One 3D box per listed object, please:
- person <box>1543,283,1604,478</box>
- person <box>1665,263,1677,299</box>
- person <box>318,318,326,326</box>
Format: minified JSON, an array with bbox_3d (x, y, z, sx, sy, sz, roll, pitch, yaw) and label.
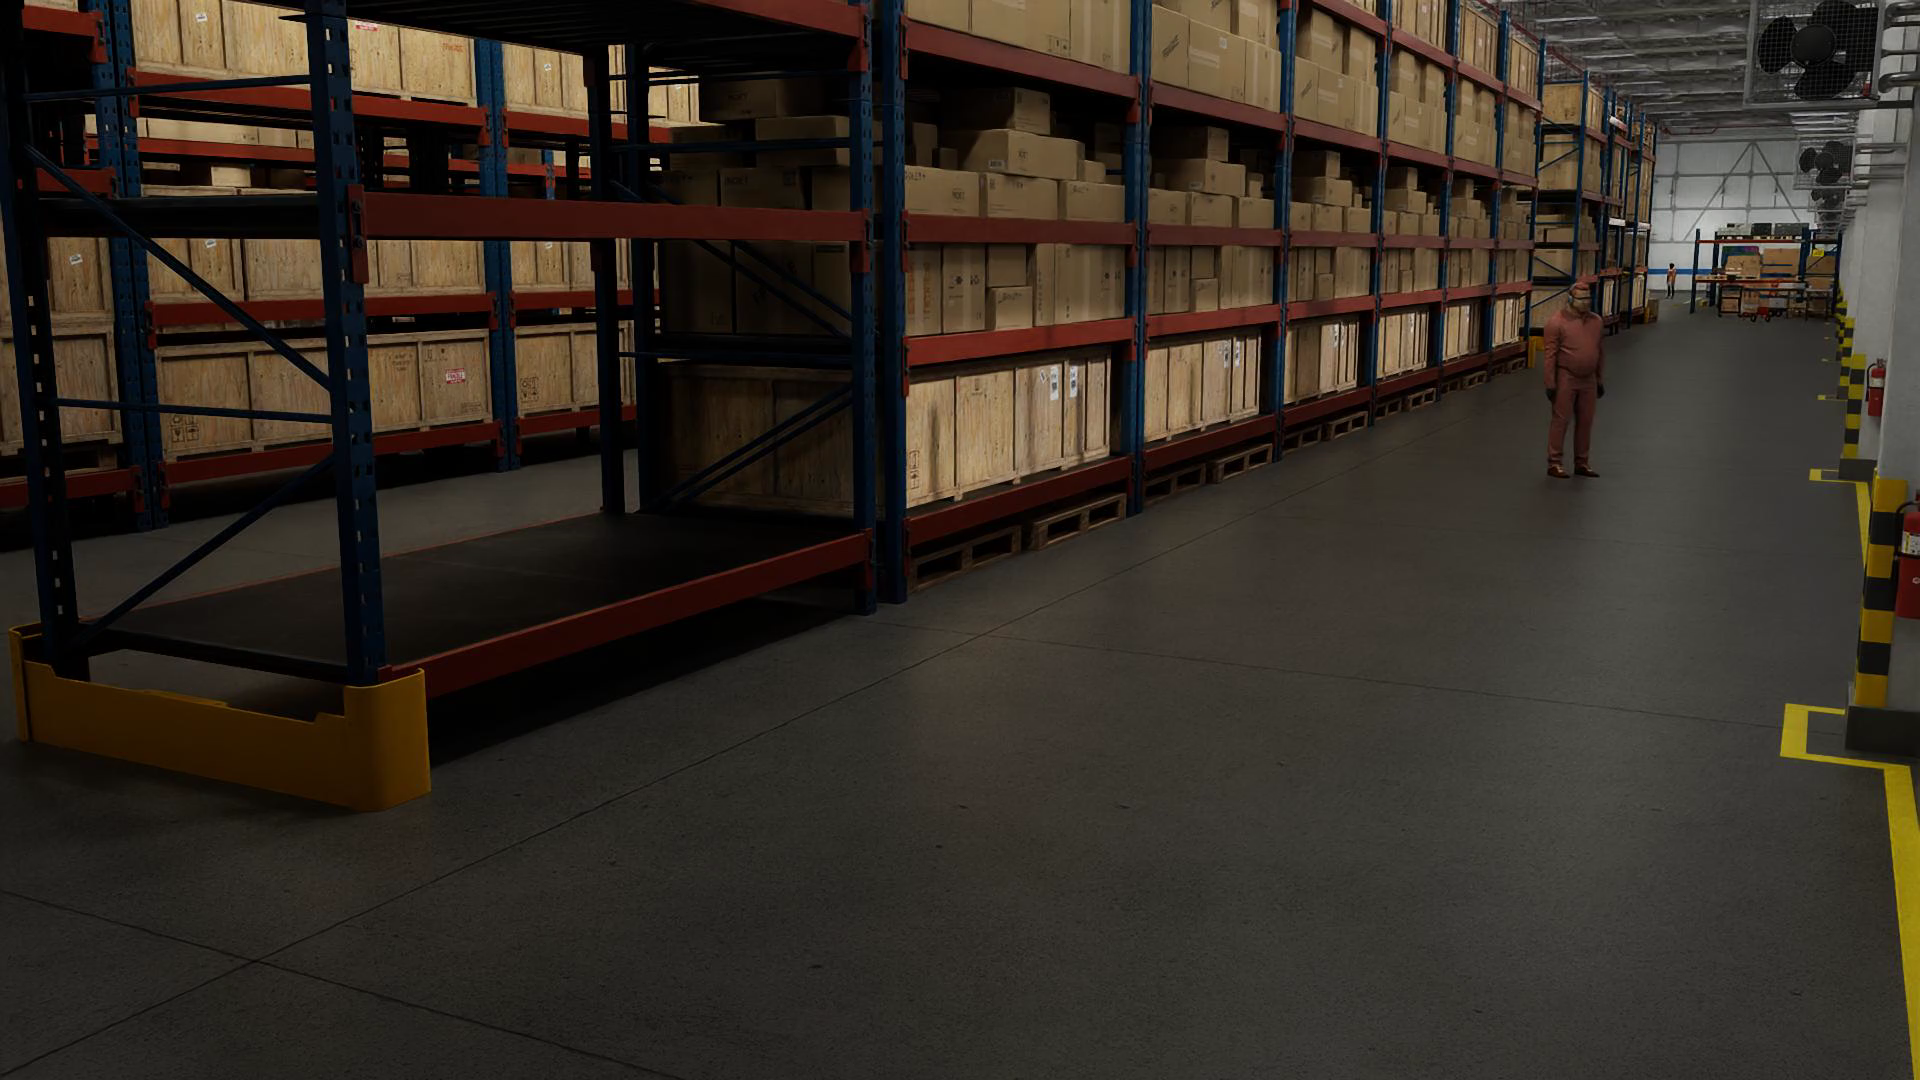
[{"bbox_3d":[5.959,-1.539,16.126,0.653,1.894,0.401,-3,10,-17],"label":"person"},{"bbox_3d":[33.873,-12.334,79.202,0.536,1.688,0.320,-5,11,-25],"label":"person"},{"bbox_3d":[-7.321,-2.155,19.628,0.549,1.911,0.890,4,11,22],"label":"person"}]
